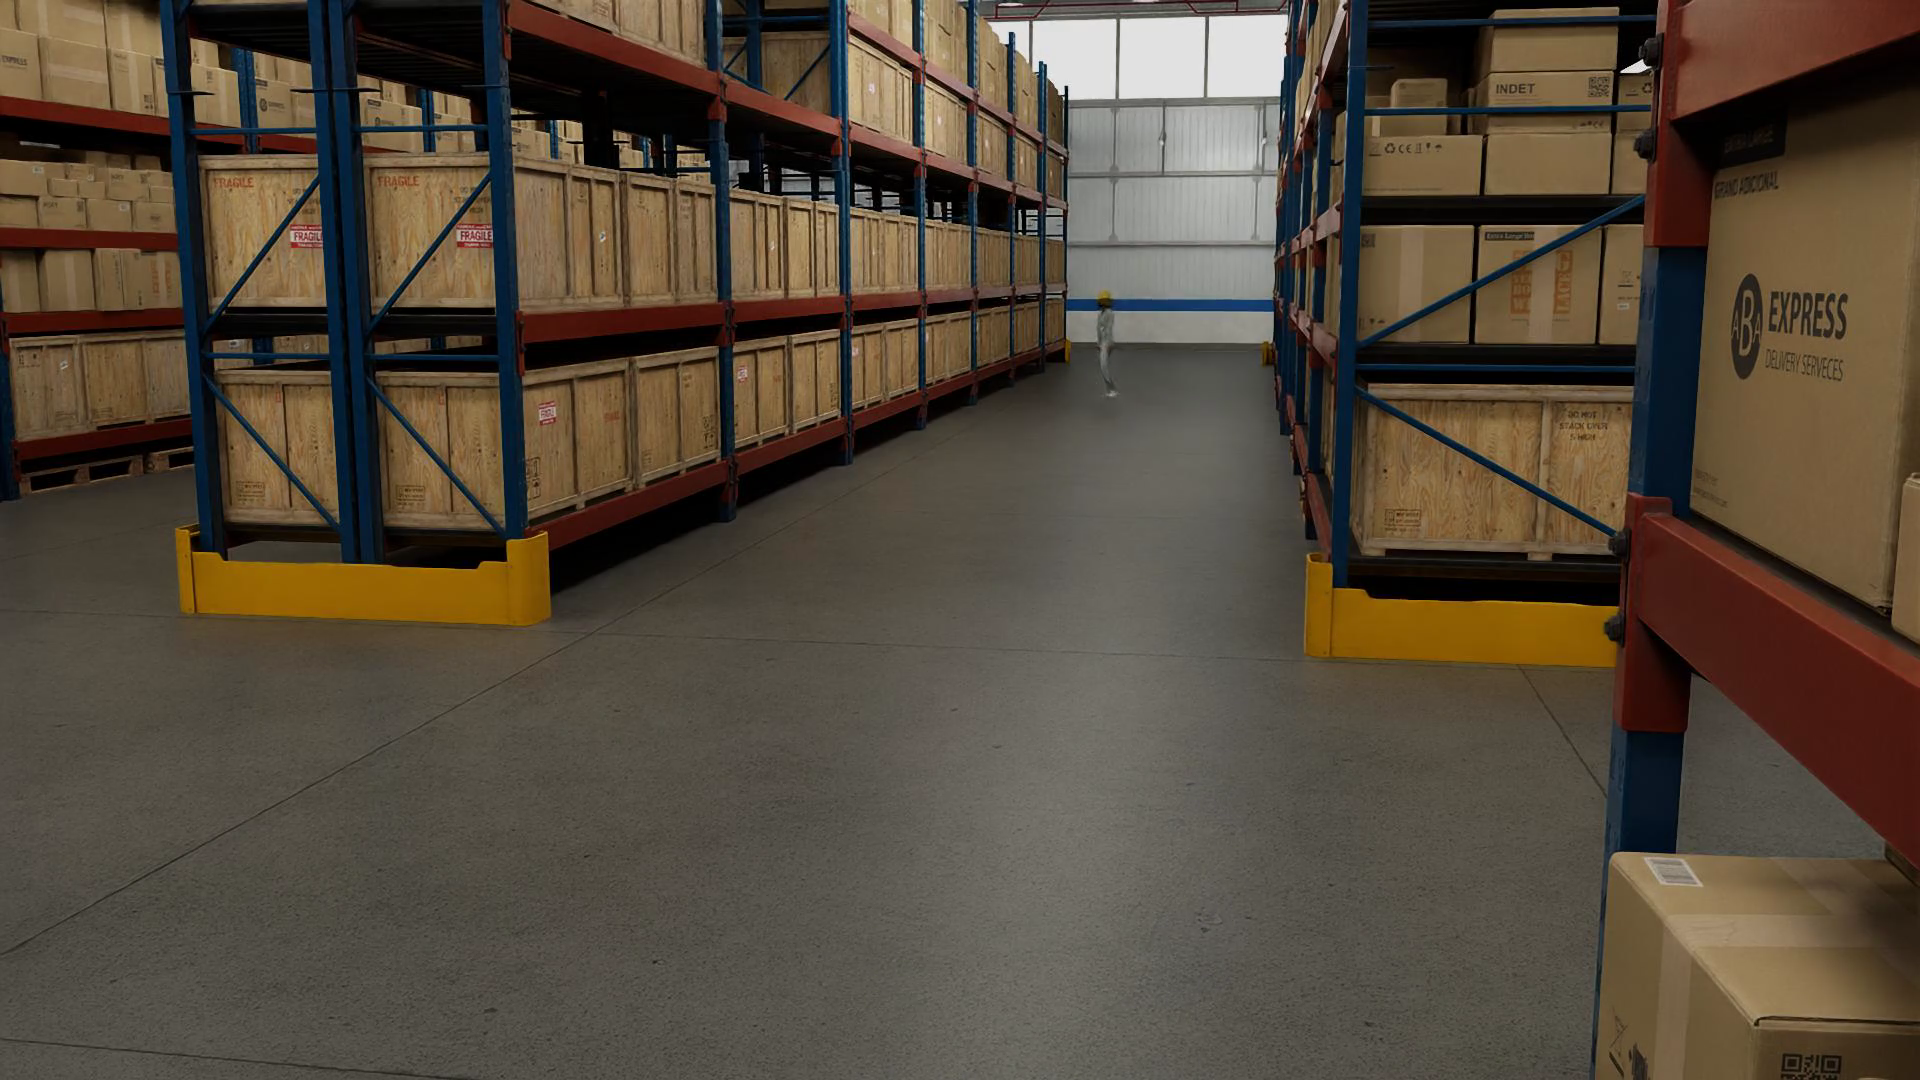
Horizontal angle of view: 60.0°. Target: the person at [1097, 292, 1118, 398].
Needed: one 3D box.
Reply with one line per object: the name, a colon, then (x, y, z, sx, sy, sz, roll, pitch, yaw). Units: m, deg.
person: (2.390, -3.141, 26.870, 0.344, 1.710, 0.630, -1, 9, -6)
